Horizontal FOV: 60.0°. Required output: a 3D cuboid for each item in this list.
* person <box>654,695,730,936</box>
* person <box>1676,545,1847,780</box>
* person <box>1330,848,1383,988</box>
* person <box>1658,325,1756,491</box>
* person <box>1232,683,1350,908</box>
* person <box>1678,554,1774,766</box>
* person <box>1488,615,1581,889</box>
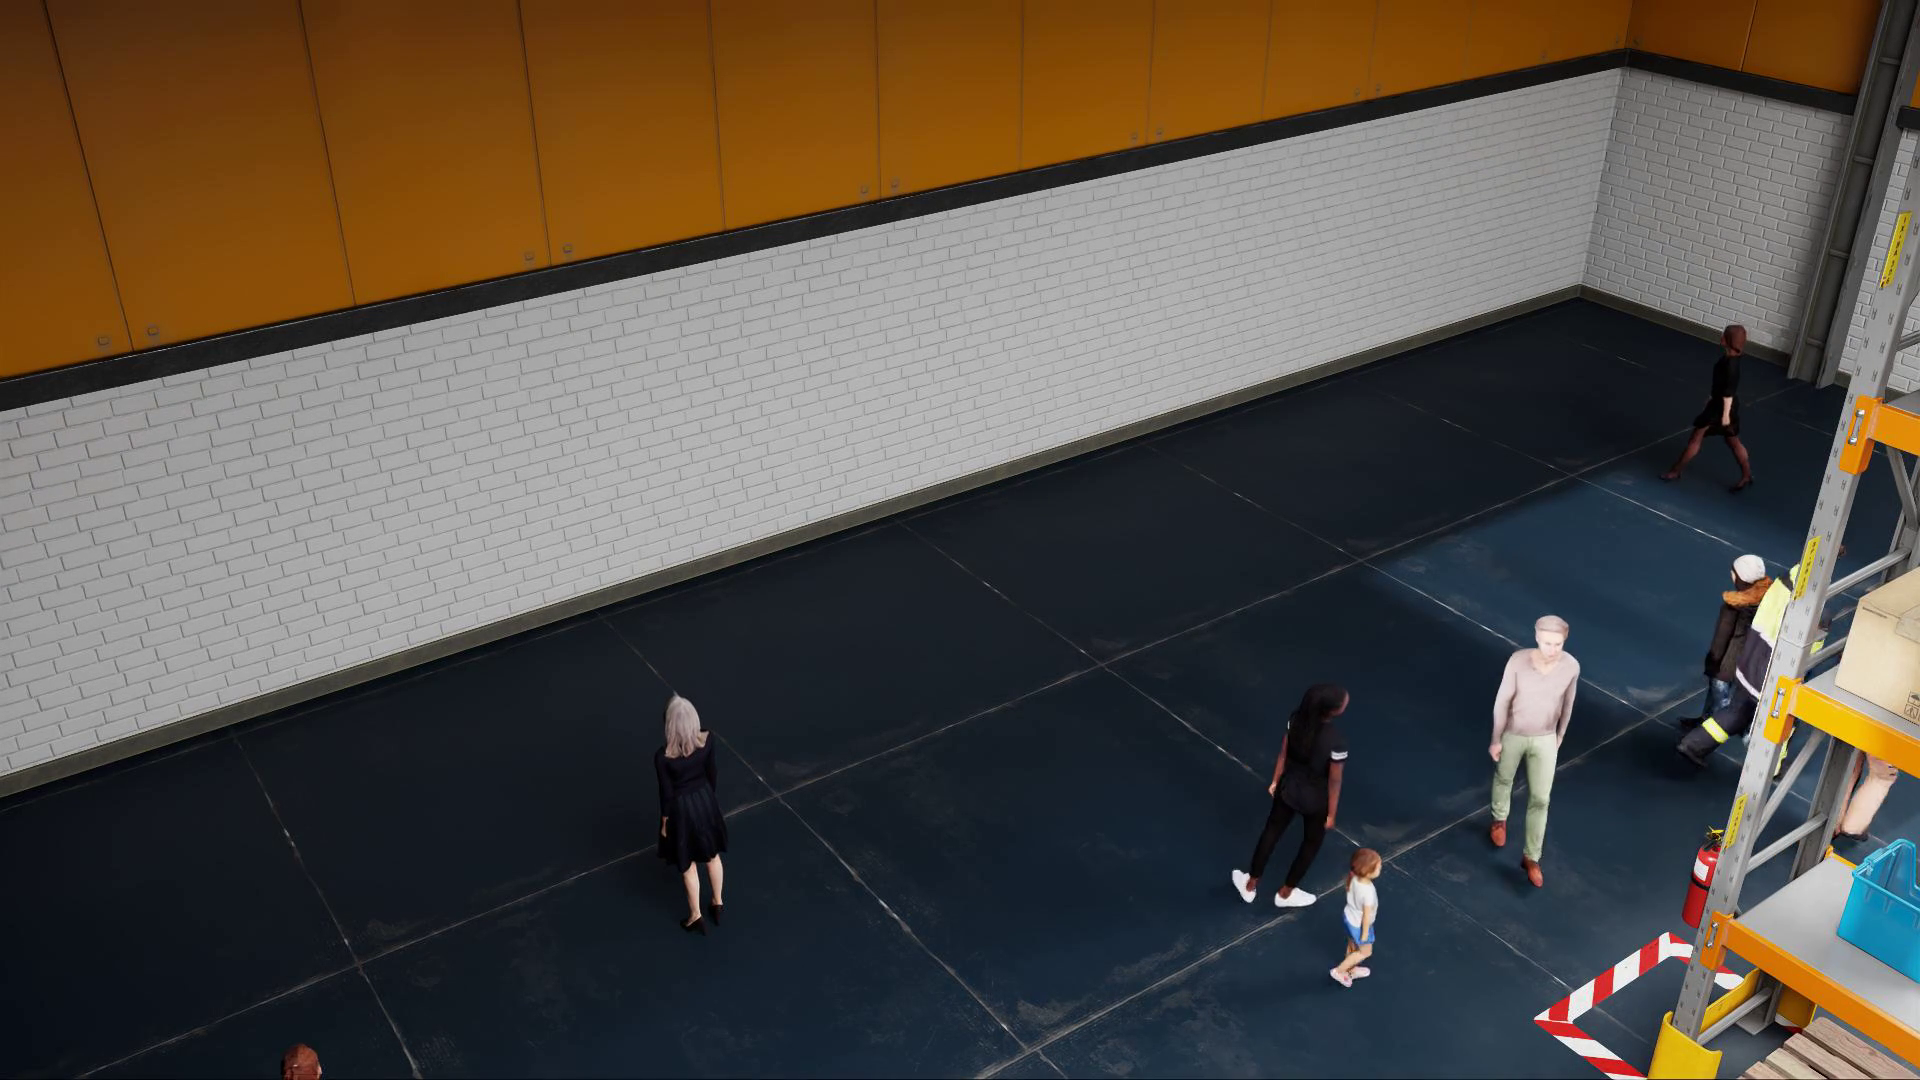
[{"bbox_3d":[-1.671,1.708,10.321,0.611,1.747,0.579,-22,35,-34],"label":"person"},{"bbox_3d":[5.614,0.885,11.626,1.161,1.943,1.239,-3,29,-6],"label":"person"},{"bbox_3d":[2.372,2.278,10.041,0.576,1.015,0.523,-5,29,-9],"label":"person"},{"bbox_3d":[7.310,-1.196,15.743,1.155,1.653,0.935,14,32,24],"label":"person"},{"bbox_3d":[2.141,1.636,10.501,0.640,1.702,0.889,22,35,34],"label":"person"},{"bbox_3d":[5.634,0.880,11.987,0.675,1.606,1.007,-15,32,-26],"label":"person"},{"bbox_3d":[3.745,1.256,11.051,1.059,1.843,1.109,6,29,11],"label":"person"}]
